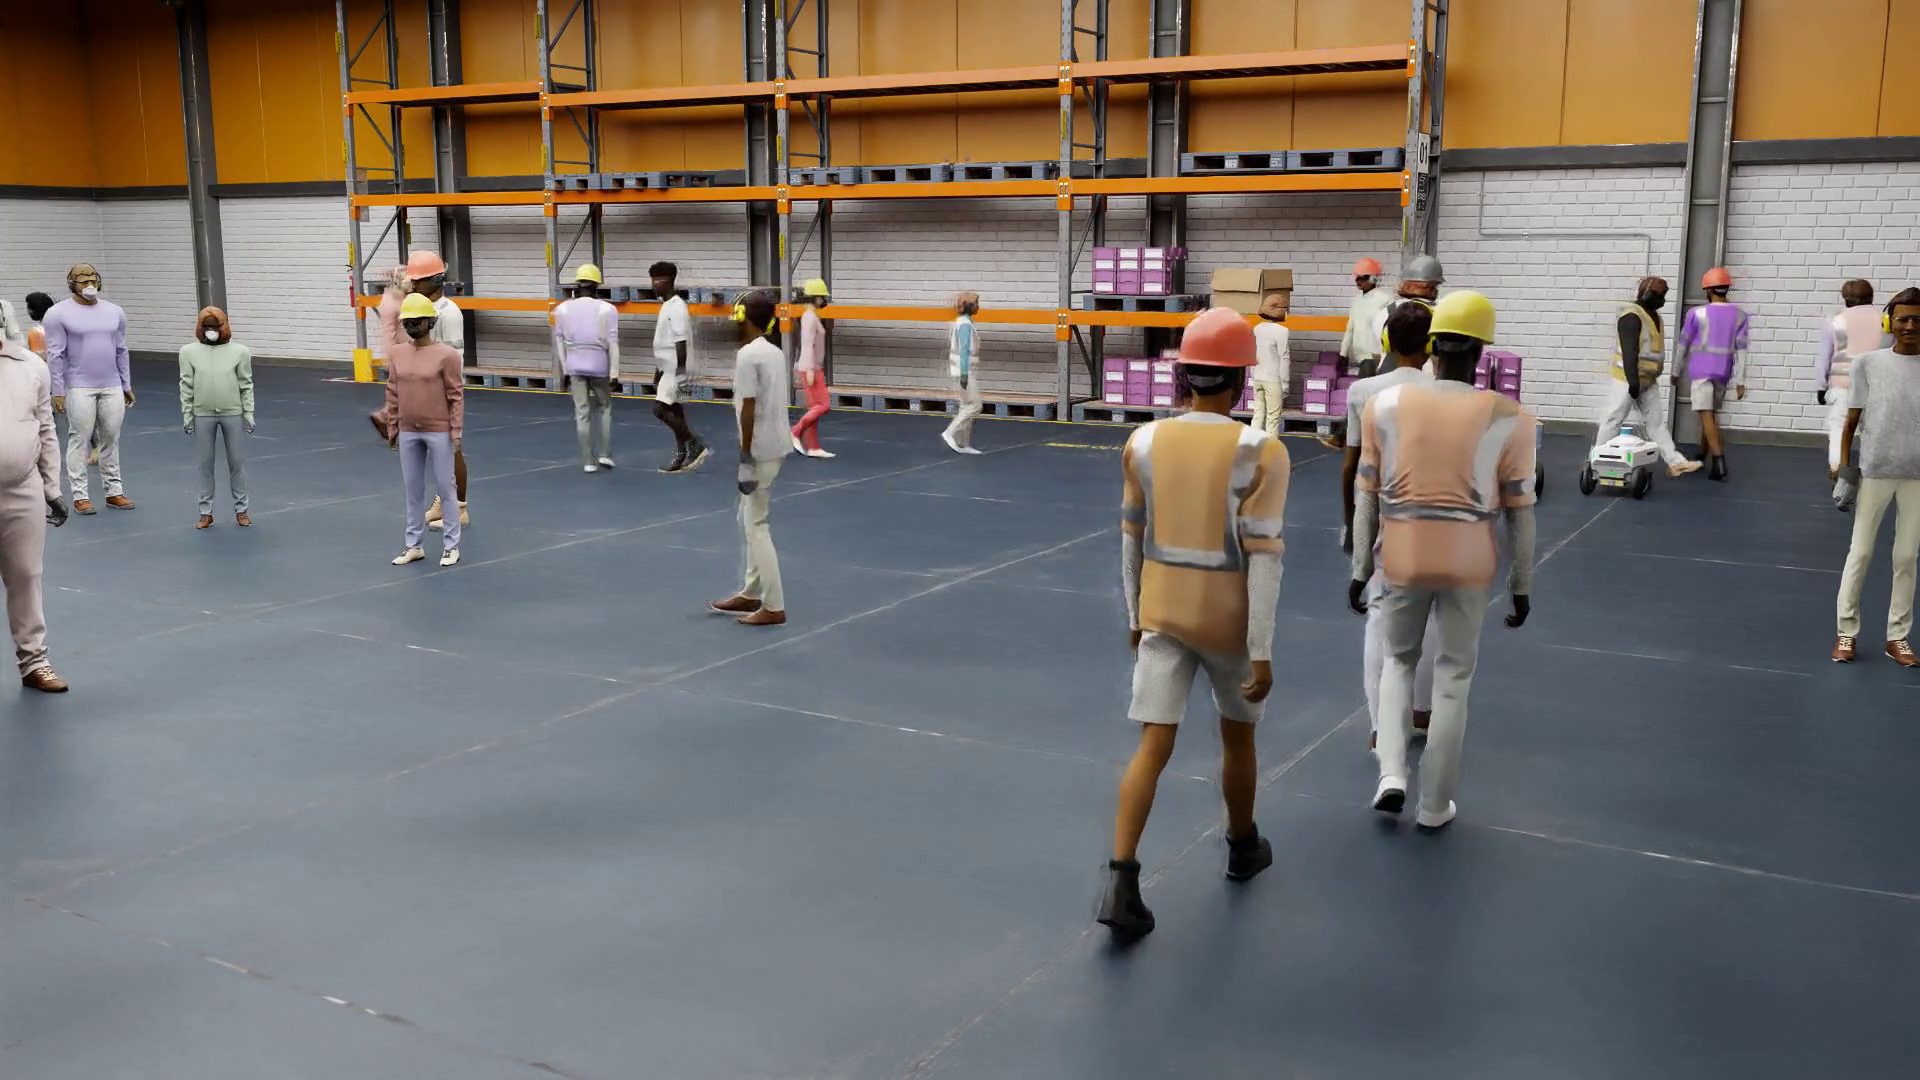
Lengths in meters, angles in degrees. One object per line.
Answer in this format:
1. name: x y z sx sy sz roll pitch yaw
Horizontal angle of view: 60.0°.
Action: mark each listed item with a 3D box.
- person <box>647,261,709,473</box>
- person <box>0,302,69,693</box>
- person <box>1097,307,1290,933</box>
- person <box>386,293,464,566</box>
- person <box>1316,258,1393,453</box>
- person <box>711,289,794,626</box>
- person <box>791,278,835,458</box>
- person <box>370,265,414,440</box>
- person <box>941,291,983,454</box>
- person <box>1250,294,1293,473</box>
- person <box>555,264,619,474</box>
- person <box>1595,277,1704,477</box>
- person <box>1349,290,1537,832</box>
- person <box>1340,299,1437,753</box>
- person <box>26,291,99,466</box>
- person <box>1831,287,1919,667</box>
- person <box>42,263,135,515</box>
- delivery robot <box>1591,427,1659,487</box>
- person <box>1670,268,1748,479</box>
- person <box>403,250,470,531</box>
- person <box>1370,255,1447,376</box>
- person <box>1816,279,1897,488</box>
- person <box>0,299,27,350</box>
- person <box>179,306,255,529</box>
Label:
1. person: -2.621 -1.555 15.107 0.423 1.936 0.603 -3 10 -14
2. person: -4.394 -0.208 7.549 0.407 1.909 0.638 8 13 40
3. person: 0.716 0.238 5.099 0.555 1.894 1.013 6 12 30
4. person: -3.465 -0.706 10.766 0.523 1.769 0.320 2 10 11
5. person: 4.023 -1.846 16.705 1.039 1.936 0.627 -3 10 -15
6. person: -1.154 -0.435 9.085 0.484 1.830 0.525 2 10 11
7. person: -1.429 -1.659 16.175 0.406 1.751 0.545 0 10 -2
8. person: -5.780 -1.894 17.167 0.645 1.881 0.647 0 10 2
9. person: 0.067 -1.633 16.411 0.374 1.624 0.539 0 10 1
10. person: 2.842 -1.426 15.222 0.286 1.632 0.500 -5 11 -26
11. person: -3.401 -1.574 15.296 0.587 1.904 0.649 -1 10 -3
12. person: 6.119 -1.422 14.733 0.679 1.790 0.968 -10 14 -44
13. person: 1.691 0.090 5.833 0.625 1.913 0.409 5 11 25
14. person: 1.860 -0.063 6.897 0.565 1.843 0.673 5 11 28
15. person: -8.491 -1.508 15.633 0.916 1.650 0.530 3 10 15
16. person: 4.616 -0.303 8.207 0.536 1.864 0.312 3 10 17
17. person: -6.742 -1.174 12.930 0.355 1.938 0.636 7 12 34
18. delivery robot: 5.559 -0.699 13.891 0.477 0.478 0.707 9 13 40
19. person: 6.770 -1.494 14.993 0.544 1.853 1.027 -1 10 -4
20. person: -3.832 -1.084 12.149 0.383 2.036 0.605 -8 13 -39
21. person: 3.329 -1.042 11.895 0.957 2.000 0.702 -8 13 -39
22. person: 7.648 -1.308 14.131 0.678 1.809 0.790 4 11 20
23. person: -8.623 -1.493 14.913 0.979 1.883 0.618 3 10 15
24. person: -5.459 -0.901 12.250 0.498 1.633 0.284 -4 11 -21
